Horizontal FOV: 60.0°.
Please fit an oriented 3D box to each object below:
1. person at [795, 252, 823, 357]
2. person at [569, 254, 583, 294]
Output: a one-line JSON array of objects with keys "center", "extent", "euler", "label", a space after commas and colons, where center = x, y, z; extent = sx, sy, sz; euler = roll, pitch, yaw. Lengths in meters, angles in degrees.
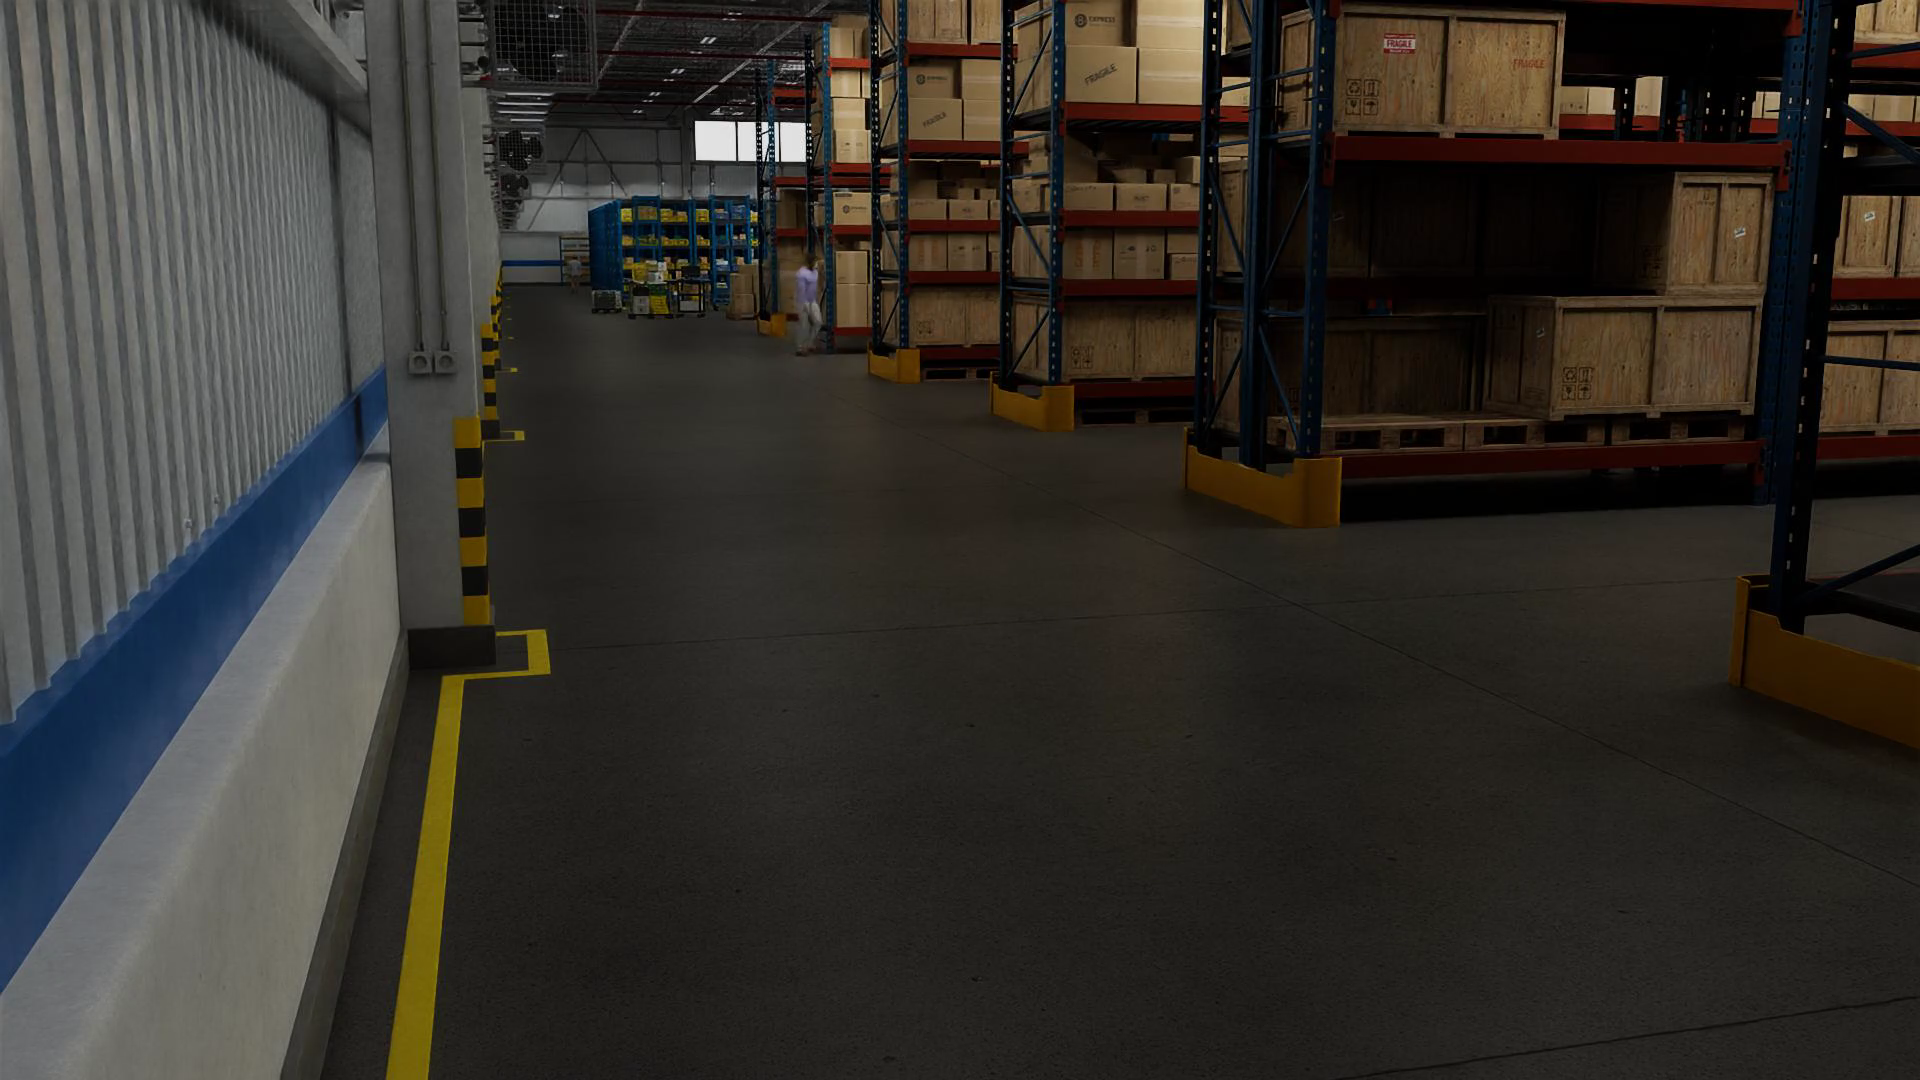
[{"center": [-2.766, -4.312, 30.528], "extent": [0.622, 1.906, 0.667], "euler": [6, 11, 29], "label": "person"}, {"center": [-16.563, -11.482, 71.701], "extent": [0.574, 1.697, 0.939], "euler": [-1, 10, -7], "label": "person"}]
